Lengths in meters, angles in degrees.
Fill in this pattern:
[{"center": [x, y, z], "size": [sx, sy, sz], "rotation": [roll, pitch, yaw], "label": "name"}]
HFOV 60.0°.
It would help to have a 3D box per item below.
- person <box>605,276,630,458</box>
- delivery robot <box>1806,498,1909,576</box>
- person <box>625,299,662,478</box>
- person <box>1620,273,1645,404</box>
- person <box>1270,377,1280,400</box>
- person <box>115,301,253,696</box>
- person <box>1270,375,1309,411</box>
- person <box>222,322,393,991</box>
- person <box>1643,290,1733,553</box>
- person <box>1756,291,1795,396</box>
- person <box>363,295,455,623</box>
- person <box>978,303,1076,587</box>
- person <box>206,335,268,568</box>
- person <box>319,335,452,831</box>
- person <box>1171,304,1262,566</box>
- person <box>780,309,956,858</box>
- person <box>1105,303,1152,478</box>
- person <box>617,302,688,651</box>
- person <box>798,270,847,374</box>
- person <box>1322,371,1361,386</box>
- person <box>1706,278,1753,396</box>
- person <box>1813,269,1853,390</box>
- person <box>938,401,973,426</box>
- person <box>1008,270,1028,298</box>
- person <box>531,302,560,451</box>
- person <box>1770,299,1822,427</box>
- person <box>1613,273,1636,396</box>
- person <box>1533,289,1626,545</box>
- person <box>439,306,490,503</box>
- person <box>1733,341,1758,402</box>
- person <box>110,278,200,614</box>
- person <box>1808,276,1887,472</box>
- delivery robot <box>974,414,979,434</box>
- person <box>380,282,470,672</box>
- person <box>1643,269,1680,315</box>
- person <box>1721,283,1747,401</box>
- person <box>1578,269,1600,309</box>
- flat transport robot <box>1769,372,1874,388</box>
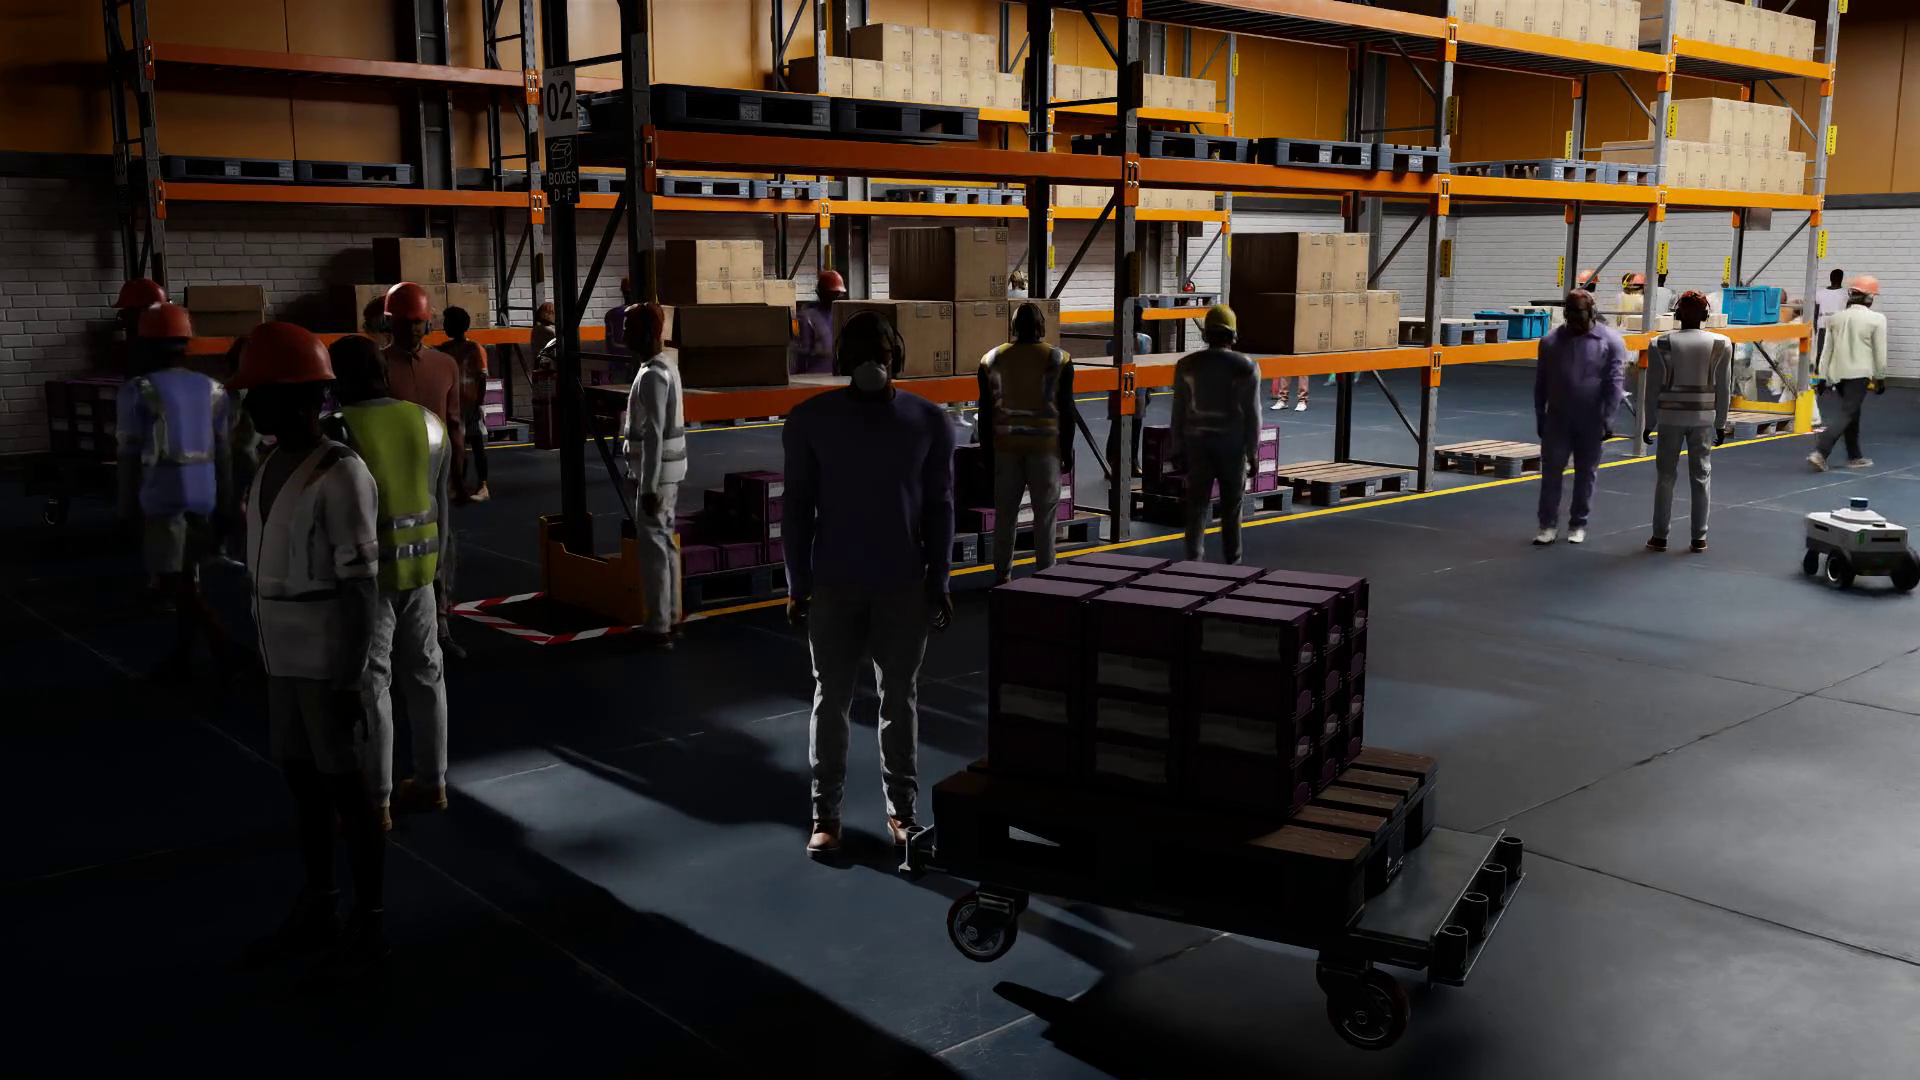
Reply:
[{"center": [-3.464, -1.821, 17.553], "size": [0.548, 1.929, 0.411], "rotation": [3, 10, 15], "label": "person"}, {"center": [5.815, -0.031, 10.790], "size": [0.477, 0.478, 0.707], "rotation": [0, 10, 0], "label": "delivery robot"}, {"center": [-2.970, -1.476, 15.793], "size": [0.602, 1.829, 0.404], "rotation": [8, 13, 41], "label": "person"}, {"center": [9.778, -2.900, 23.979], "size": [0.997, 1.887, 0.545], "rotation": [-2, 10, -9], "label": "person"}, {"center": [4.802, -2.956, 24.671], "size": [0.462, 1.754, 0.549], "rotation": [-4, 10, -22], "label": "person"}, {"center": [-3.744, -0.196, 8.068], "size": [0.849, 1.913, 0.544], "rotation": [6, 11, 29], "label": "person"}, {"center": [4.582, -2.718, 22.847], "size": [0.643, 1.908, 0.399], "rotation": [8, 13, 40], "label": "person"}, {"center": [-1.907, 0.339, 4.855], "size": [0.543, 1.938, 0.357], "rotation": [8, 12, 39], "label": "person"}, {"center": [5.204, -0.843, 11.940], "size": [0.576, 1.882, 0.355], "rotation": [2, 10, 14], "label": "person"}, {"center": [12.508, -3.023, 25.513], "size": [0.540, 1.591, 0.844], "rotation": [1, 10, 3], "label": "person"}, {"center": [-3.144, -0.408, 9.313], "size": [0.662, 1.899, 0.807], "rotation": [3, 10, 17], "label": "person"}, {"center": [0.423, -0.573, 10.510], "size": [0.625, 1.836, 0.429], "rotation": [3, 10, 15], "label": "person"}, {"center": [-4.769, -0.589, 11.295], "size": [0.846, 1.582, 0.537], "rotation": [-2, 10, -10], "label": "person"}, {"center": [-2.180, 0.162, 6.196], "size": [0.430, 1.837, 0.619], "rotation": [6, 12, 33], "label": "person"}, {"center": [1.686, -0.631, 10.921], "size": [0.600, 1.836, 0.537], "rotation": [4, 10, 21], "label": "person"}, {"center": [-0.319, 0.160, 5.898], "size": [0.627, 1.941, 0.370], "rotation": [-1, 10, -8], "label": "person"}, {"center": [1.607, -1.412, 15.851], "size": [0.536, 1.687, 0.327], "rotation": [-6, 11, -32], "label": "person"}, {"center": [-1.671, -0.343, 9.027], "size": [0.376, 1.879, 0.591], "rotation": [0, 10, -3], "label": "person"}, {"center": [-1.276, -1.554, 15.781], "size": [0.625, 2.007, 1.014], "rotation": [-6, 12, -33], "label": "person"}, {"center": [6.261, -3.390, 27.233], "size": [0.626, 1.754, 0.542], "rotation": [-7, 12, -34], "label": "person"}, {"center": [10.761, -2.804, 23.358], "size": [0.663, 1.906, 0.407], "rotation": [1, 10, 6], "label": "person"}, {"center": [13.884, -3.348, 26.499], "size": [0.591, 1.918, 0.383], "rotation": [8, 12, 39], "label": "person"}, {"center": [-0.100, -2.192, 20.633], "size": [0.655, 1.607, 0.346], "rotation": [-3, 10, -19], "label": "person"}, {"center": [0.779, -2.662, 22.424], "size": [0.372, 1.940, 0.631], "rotation": [-8, 13, -40], "label": "person"}, {"center": [-4.518, -1.788, 18.228], "size": [0.508, 1.626, 0.279], "rotation": [8, 13, 41], "label": "person"}, {"center": [10.507, -2.220, 20.873], "size": [0.516, 1.584, 0.866], "rotation": [-7, 12, -37], "label": "person"}, {"center": [10.118, -3.119, 25.331], "size": [0.327, 1.862, 0.519], "rotation": [7, 12, 34], "label": "person"}, {"center": [4.469, -0.875, 12.120], "size": [0.643, 1.880, 0.800], "rotation": [5, 11, 28], "label": "person"}, {"center": [-4.300, -1.170, 14.386], "size": [0.538, 1.698, 0.320], "rotation": [6, 11, 31], "label": "person"}, {"center": [10.249, -2.383, 21.731], "size": [0.763, 1.605, 0.535], "rotation": [-3, 10, -18], "label": "person"}, {"center": [-4.807, -0.560, 9.951], "size": [0.611, 1.995, 0.380], "rotation": [8, 13, 41], "label": "person"}, {"center": [8.772, -1.635, 16.431], "size": [1.030, 1.943, 0.592], "rotation": [-4, 10, -21], "label": "person"}, {"center": [0.343, -1.215, 17.724], "size": [0.477, 0.478, 0.707], "rotation": [-1, 10, -6], "label": "delivery robot"}, {"center": [-2.824, -0.327, 8.595], "size": [0.396, 1.990, 0.621], "rotation": [9, 13, 43], "label": "person"}, {"center": [10.795, -3.246, 25.759], "size": [0.607, 1.966, 0.366], "rotation": [2, 10, 14], "label": "person"}, {"center": [10.159, -2.530, 22.023], "size": [0.933, 1.813, 0.498], "rotation": [6, 11, 32], "label": "person"}, {"center": [8.477, -2.688, 22.563], "size": [0.341, 1.942, 0.552], "rotation": [-1, 10, -8], "label": "person"}, {"center": [13.899, -2.583, 26.837], "size": [1.431, 0.197, 0.652], "rotation": [3, 10, 19], "label": "flat transport robot"}]
